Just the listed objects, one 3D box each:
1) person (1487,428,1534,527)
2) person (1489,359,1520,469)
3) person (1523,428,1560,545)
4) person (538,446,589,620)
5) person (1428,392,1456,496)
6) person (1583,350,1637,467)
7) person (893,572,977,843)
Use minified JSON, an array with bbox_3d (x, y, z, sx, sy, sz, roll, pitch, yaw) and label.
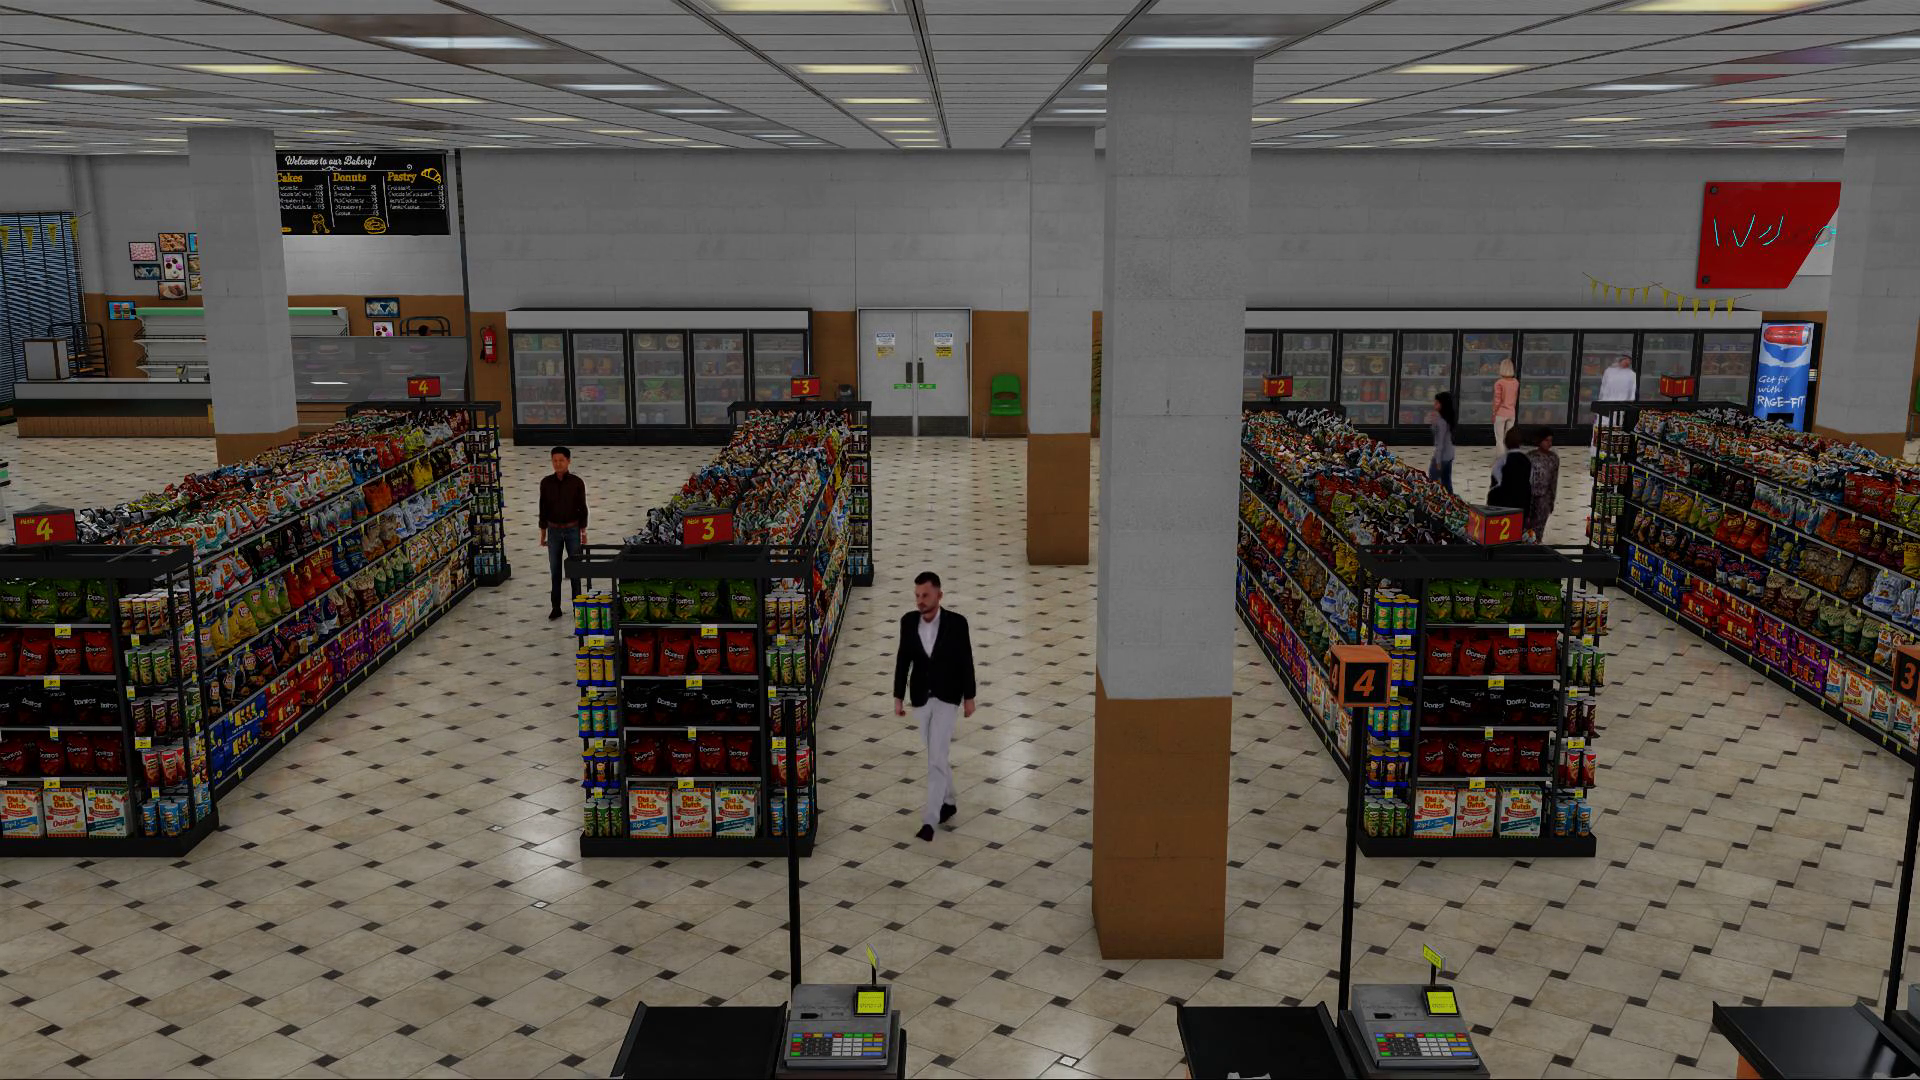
[{"bbox_3d":[5.943,-0.286,17.865,0.832,1.809,0.966,-4,12,-16],"label":"person"},{"bbox_3d":[8.541,-1.976,26.096,0.677,1.725,0.662,-5,13,-24],"label":"person"},{"bbox_3d":[6.501,-0.421,18.810,0.748,1.684,1.131,3,12,13],"label":"person"},{"bbox_3d":[-4.041,-0.082,16.959,0.662,1.782,0.552,-1,12,-6],"label":"person"},{"bbox_3d":[6.396,-1.064,21.777,0.925,1.719,0.793,10,15,39],"label":"person"},{"bbox_3d":[10.139,-2.008,25.839,1.024,1.892,1.002,-10,15,-38],"label":"person"},{"bbox_3d":[-0.127,1.090,11.336,0.960,1.807,1.184,5,13,22],"label":"person"}]
